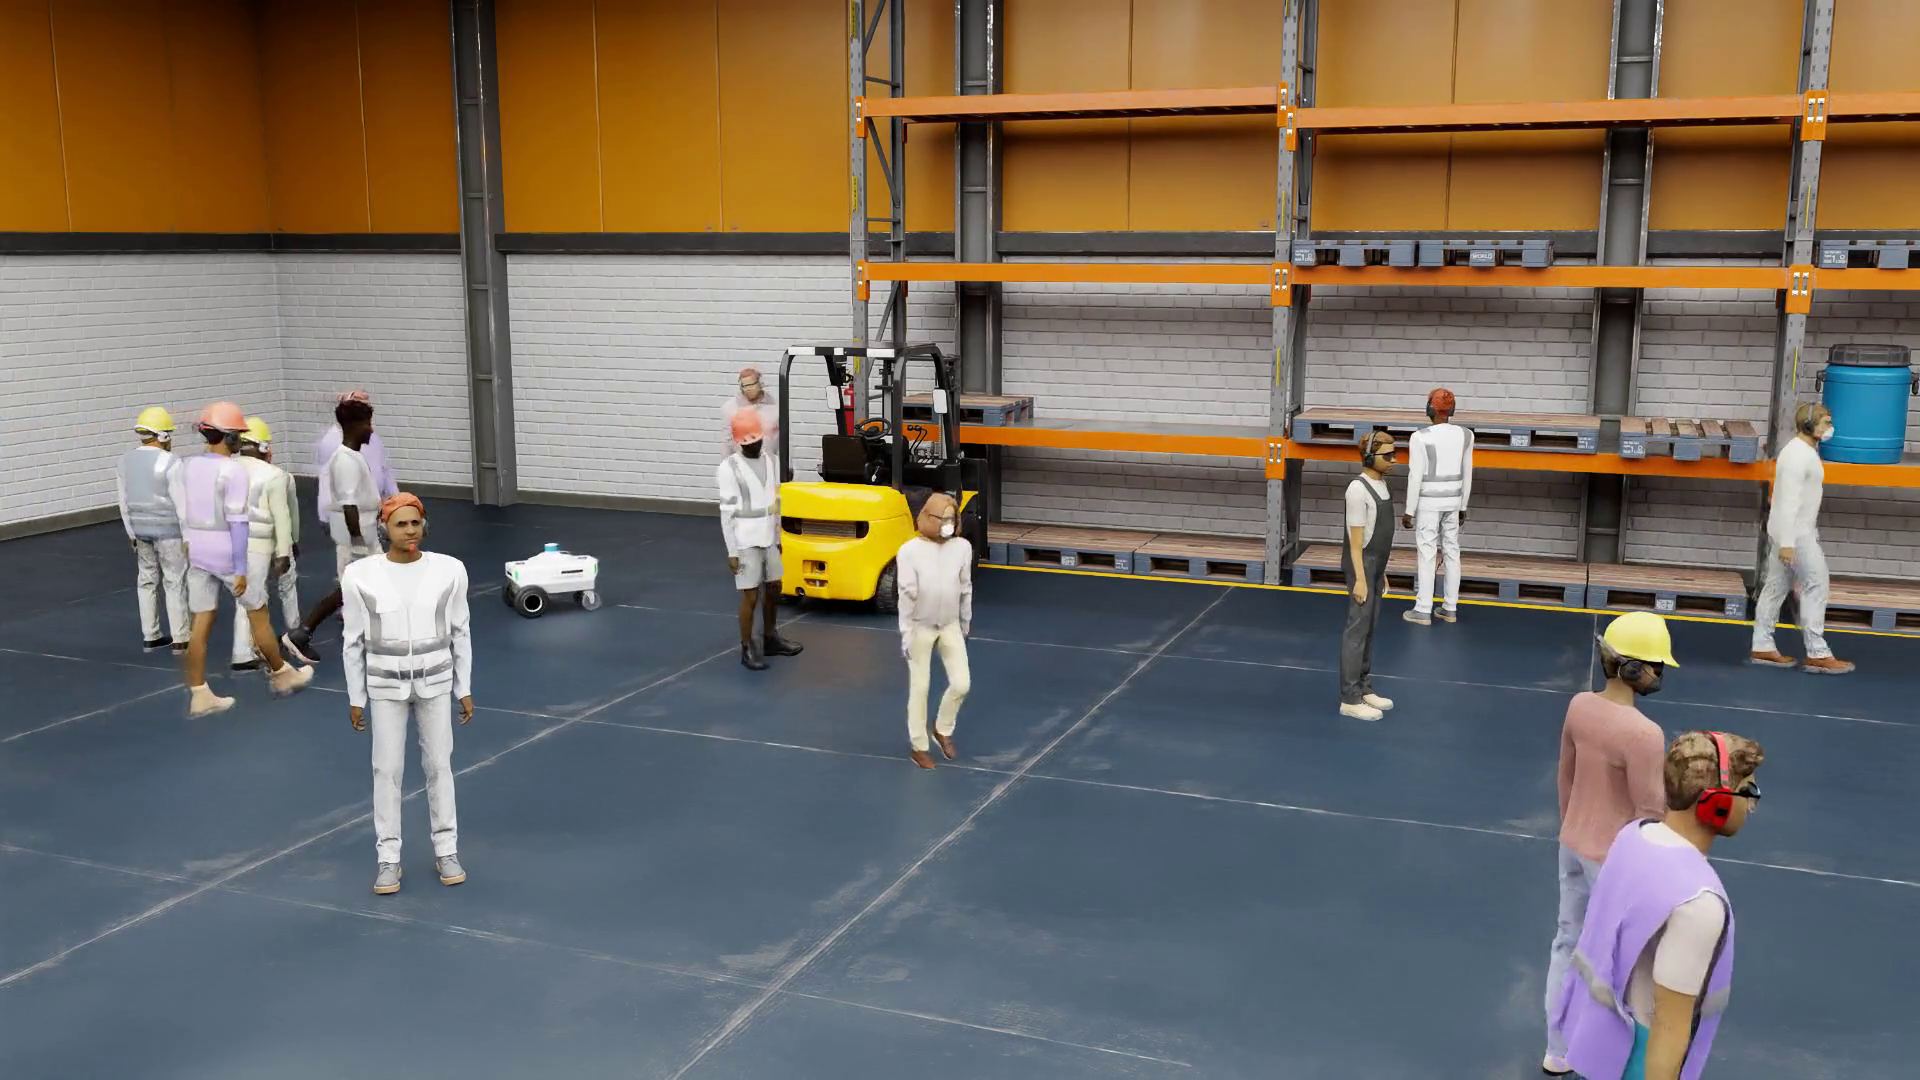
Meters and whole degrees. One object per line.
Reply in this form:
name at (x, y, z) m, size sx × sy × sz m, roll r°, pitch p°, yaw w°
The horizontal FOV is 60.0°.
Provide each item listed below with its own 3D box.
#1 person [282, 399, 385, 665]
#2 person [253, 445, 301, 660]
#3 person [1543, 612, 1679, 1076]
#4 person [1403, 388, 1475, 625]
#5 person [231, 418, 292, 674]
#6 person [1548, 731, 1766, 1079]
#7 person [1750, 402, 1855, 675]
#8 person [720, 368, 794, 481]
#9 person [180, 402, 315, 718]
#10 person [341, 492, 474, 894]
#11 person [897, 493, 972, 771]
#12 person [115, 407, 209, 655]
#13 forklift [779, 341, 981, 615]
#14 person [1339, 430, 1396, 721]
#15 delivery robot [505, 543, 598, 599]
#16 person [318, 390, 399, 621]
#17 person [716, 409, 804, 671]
person at (-4.396, -0.049, 11.922) m, size 0.911 × 1.933 × 0.610 m, roll -2°, pitch 10°, yaw -13°
person at (-5.037, 0.067, 12.066) m, size 0.513 × 1.639 × 0.311 m, roll -9°, pitch 13°, yaw -39°
person at (2.308, 1.117, 5.882) m, size 0.337 × 1.761 × 0.526 m, roll -2°, pitch 10°, yaw -12°
person at (3.791, -0.263, 13.228) m, size 0.573 × 1.883 × 0.356 m, roll -3°, pitch 11°, yaw -18°
person at (-5.048, 0.028, 11.924) m, size 0.618 × 1.778 × 0.780 m, roll 3°, pitch 11°, yaw 15°
person at (1.827, 1.378, 4.273) m, size 0.679 × 1.812 × 0.645 m, roll 1°, pitch 10°, yaw 5°
person at (6.039, -0.010, 11.713) m, size 0.802 × 1.914 × 0.655 m, roll 5°, pitch 11°, yaw 26°
person at (-1.938, -0.721, 15.821) m, size 0.673 × 1.878 × 0.690 m, roll -2°, pitch 10°, yaw -12°
person at (-4.714, 0.104, 10.857) m, size 0.600 × 1.993 × 0.976 m, roll 5°, pitch 11°, yaw 24°
person at (-2.579, 0.709, 7.808) m, size 0.575 × 1.884 × 0.355 m, roll -4°, pitch 11°, yaw -22°
person at (-0.142, 0.530, 9.549) m, size 0.519 × 1.620 × 0.376 m, roll -5°, pitch 11°, yaw -25°
person at (-5.888, -0.067, 12.279) m, size 0.600 × 1.827 × 0.404 m, roll 3°, pitch 11°, yaw 18°
forklift at (-0.739, -0.602, 14.246) m, size 1.214 × 2.155 × 2.313 m, roll 4°, pitch 11°, yaw 21°
person at (2.624, 0.217, 10.656) m, size 0.345 × 1.846 × 0.508 m, roll 6°, pitch 12°, yaw 29°
delivery robot at (-3.354, 0.272, 13.682) m, size 0.707 × 0.478 × 0.477 m, roll -6°, pitch 12°, yaw -28°
person at (-4.663, -0.241, 13.098) m, size 0.736 × 1.880 × 0.658 m, roll 2°, pitch 10°, yaw 9°
person at (-1.415, -0.006, 11.793) m, size 0.437 × 1.884 × 0.722 m, roll 7°, pitch 13°, yaw 36°
